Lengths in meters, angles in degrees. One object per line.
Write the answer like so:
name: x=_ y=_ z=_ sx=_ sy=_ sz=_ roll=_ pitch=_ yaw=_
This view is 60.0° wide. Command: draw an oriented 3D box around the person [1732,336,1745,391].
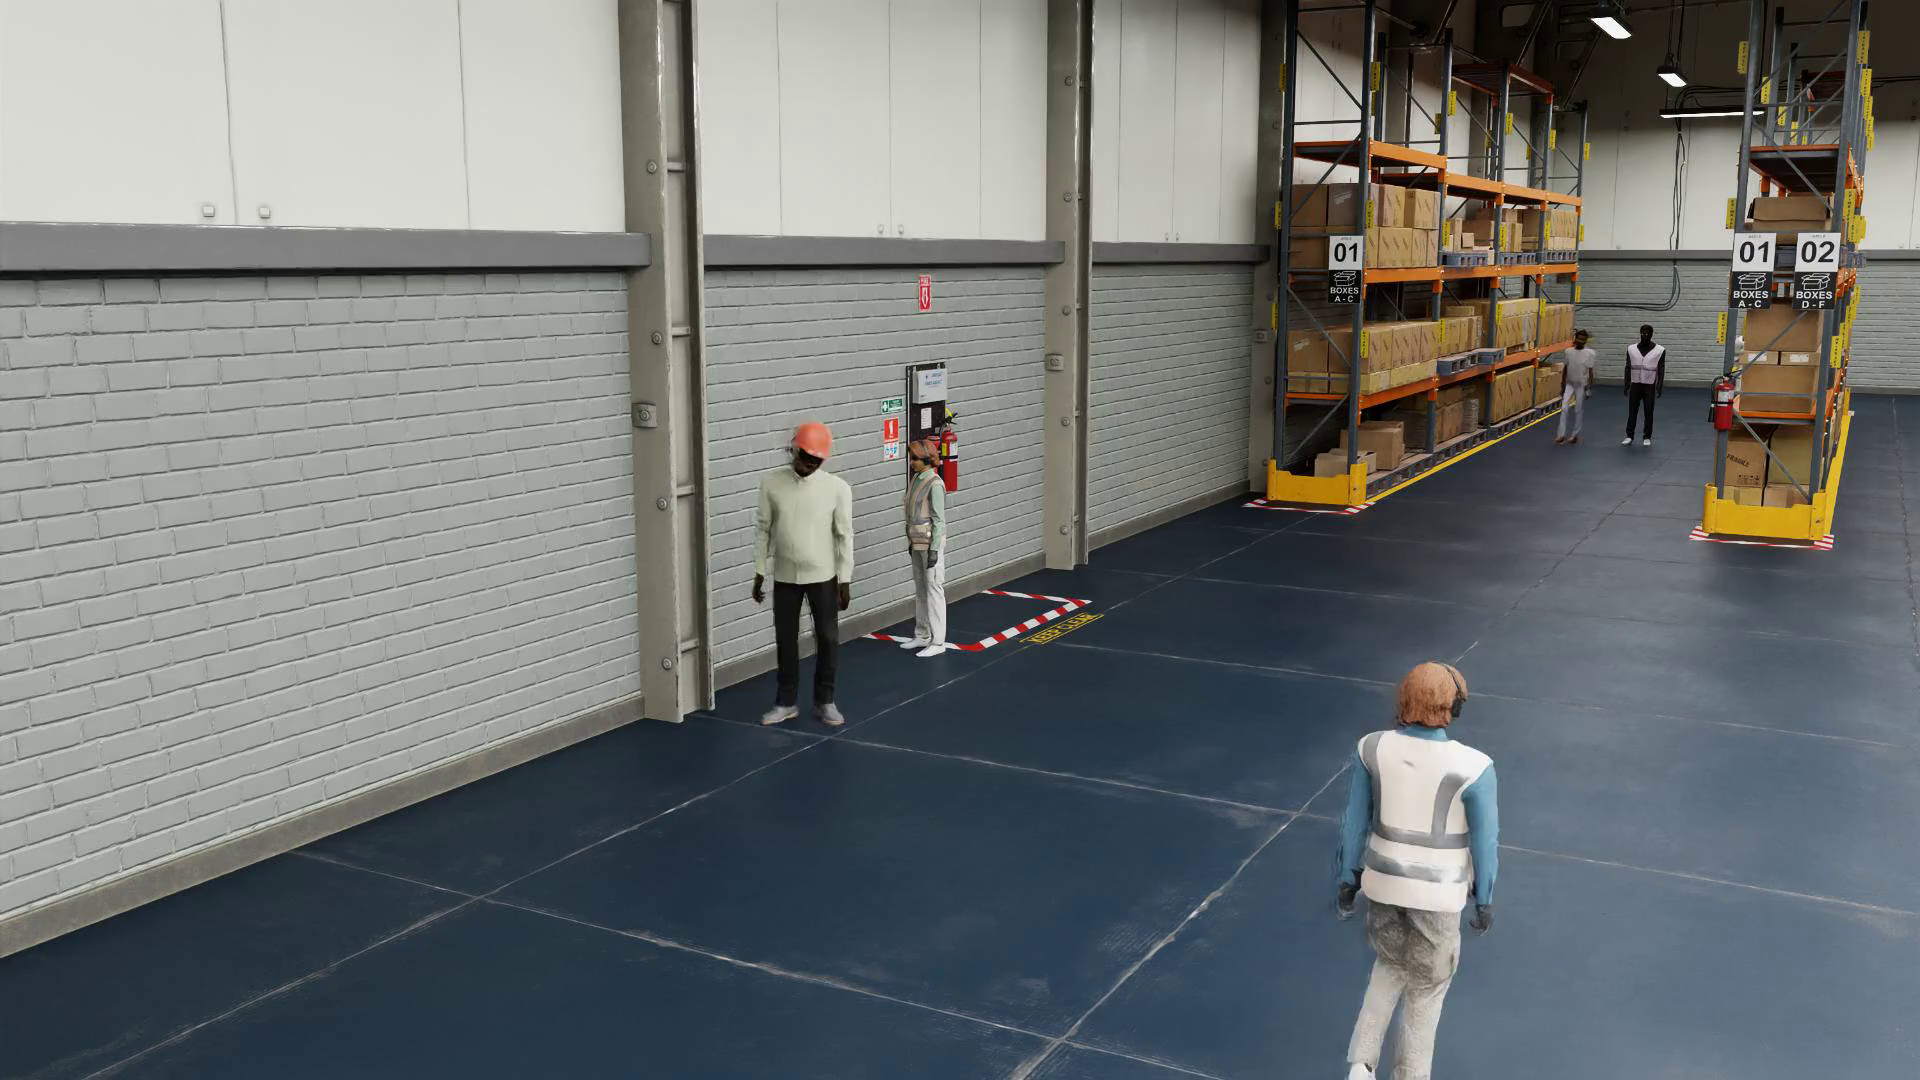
person: x=13.297 y=-2.757 z=27.874 sx=0.643 sy=2.015 sz=0.515 roll=4 pitch=11 yaw=24

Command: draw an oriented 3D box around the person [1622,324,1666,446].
person: x=10.835 y=-2.452 z=26.352 sx=0.590 sy=1.920 sz=0.398 roll=7 pitch=12 yaw=35

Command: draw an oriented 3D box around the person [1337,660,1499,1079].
person: x=1.573 y=1.220 z=5.735 sx=0.519 sy=1.622 sz=0.371 roll=9 pitch=13 yaw=42

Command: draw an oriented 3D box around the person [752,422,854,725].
person: x=-1.002 y=0.230 z=10.568 sx=0.680 sy=1.962 sz=0.395 roll=2 pitch=10 yaw=11

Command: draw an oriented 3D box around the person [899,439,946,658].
person: x=-0.257 y=0.055 z=12.491 sx=0.309 sy=1.640 sz=0.512 roll=-4 pitch=10 yaw=-22

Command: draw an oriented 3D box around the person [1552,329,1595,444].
person: x=9.727 y=-2.412 z=26.368 sx=0.548 sy=1.829 sz=0.849 roll=8 pitch=12 yaw=38
